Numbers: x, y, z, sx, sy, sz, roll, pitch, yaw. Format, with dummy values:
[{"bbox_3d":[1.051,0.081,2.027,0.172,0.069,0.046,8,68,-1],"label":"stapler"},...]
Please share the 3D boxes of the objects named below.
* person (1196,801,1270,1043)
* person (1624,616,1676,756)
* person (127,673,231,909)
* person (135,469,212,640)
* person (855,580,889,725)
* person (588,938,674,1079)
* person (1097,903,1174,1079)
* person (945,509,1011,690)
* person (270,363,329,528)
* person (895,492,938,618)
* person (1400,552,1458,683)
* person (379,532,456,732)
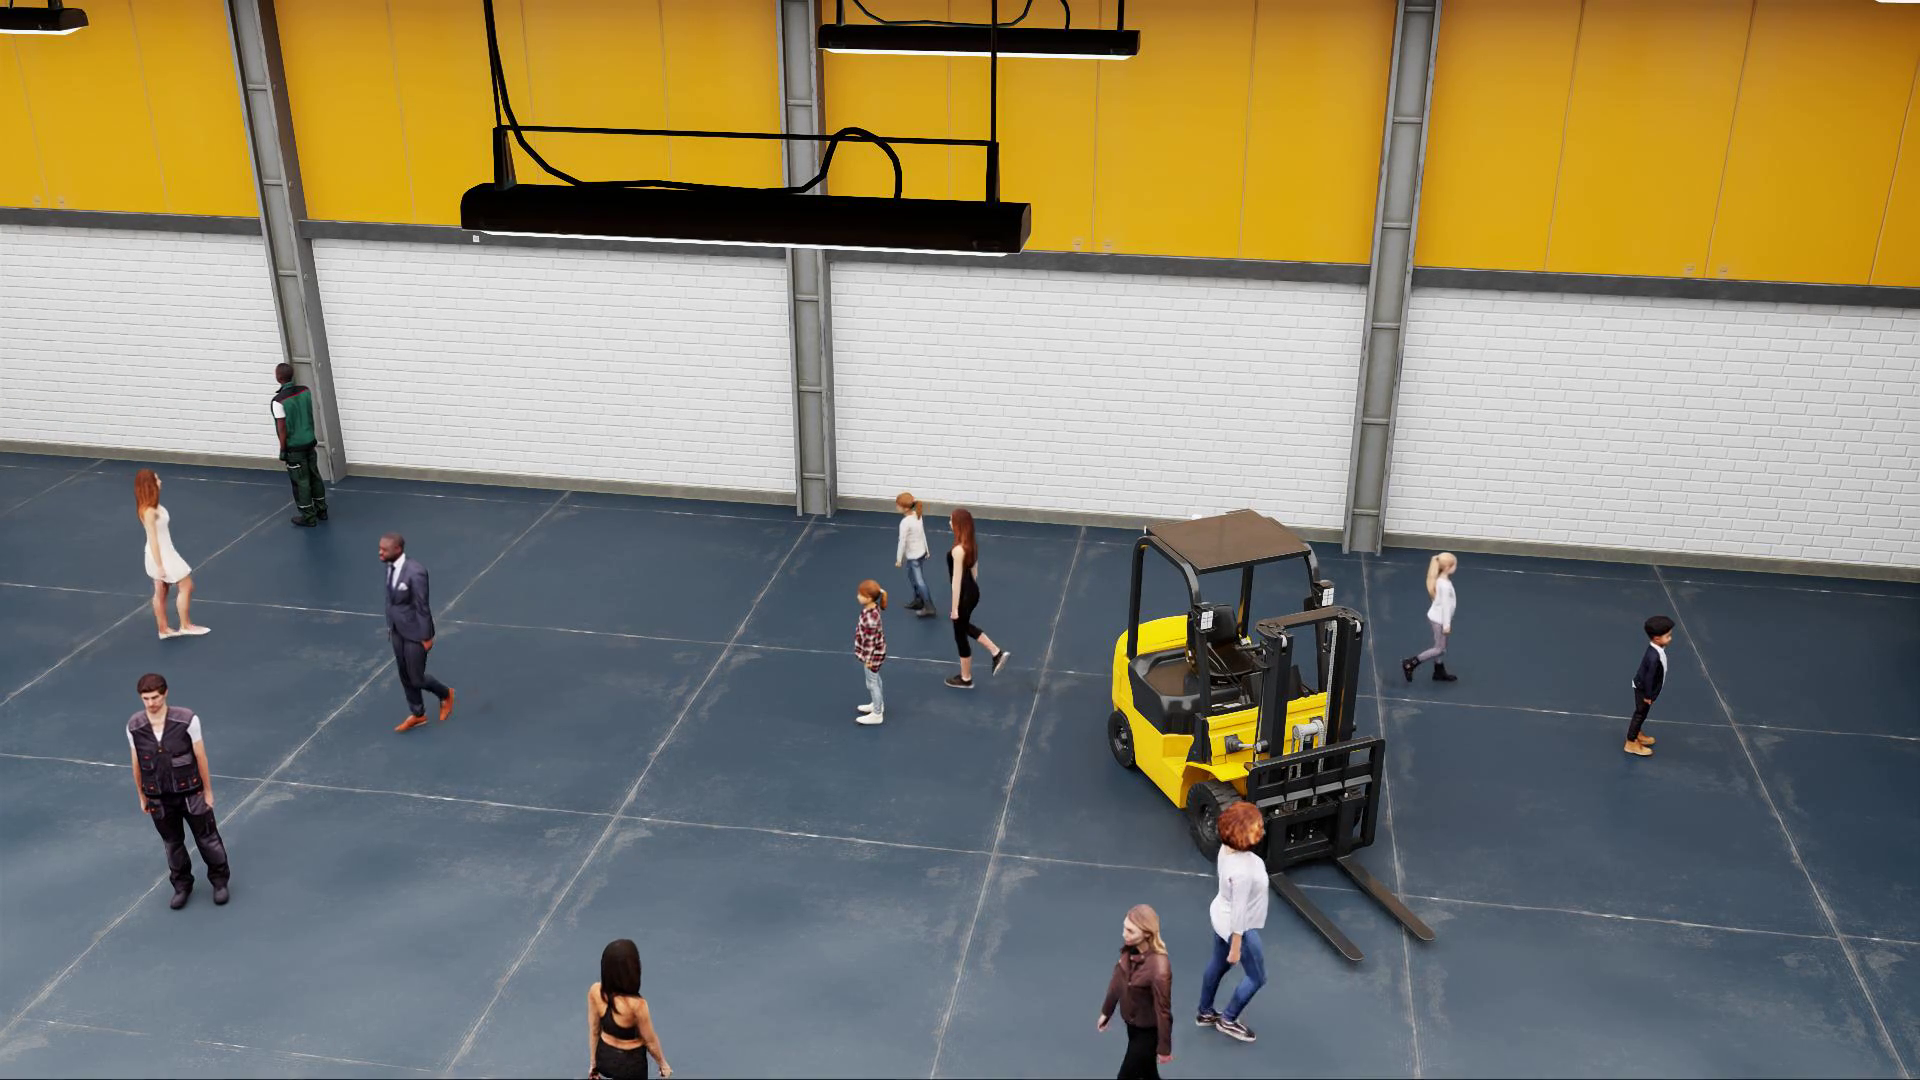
[{"bbox_3d":[1.629,2.397,10.426,0.695,1.698,0.721,-1,24,-3],"label":"person"},{"bbox_3d":[5.701,1.186,13.790,0.546,1.223,0.549,12,26,25],"label":"person"},{"bbox_3d":[-5.518,1.749,11.724,0.645,1.846,0.783,-5,24,-11],"label":"person"},{"bbox_3d":[-7.556,0.163,15.532,0.814,1.703,0.744,-10,26,-22],"label":"person"},{"bbox_3d":[-0.744,0.943,14.243,0.541,1.305,0.556,0,24,1],"label":"person"},{"bbox_3d":[-1.919,2.970,9.208,0.734,1.624,0.734,12,26,25],"label":"person"},{"bbox_3d":[1.132,2.782,9.562,0.867,1.684,0.786,-7,25,-15],"label":"person"},{"bbox_3d":[0.122,0.532,14.669,0.815,1.717,0.625,6,24,13],"label":"person"},{"bbox_3d":[-7.213,-1.046,18.129,0.676,1.838,0.735,9,25,20],"label":"person"},{"bbox_3d":[-0.381,0.156,16.056,0.650,1.295,0.551,15,28,30],"label":"person"},{"bbox_3d":[4.225,0.710,14.822,0.755,1.269,0.508,3,24,6],"label":"person"},{"bbox_3d":[-4.576,0.755,14.047,0.865,1.806,0.931,18,29,35],"label":"person"}]
